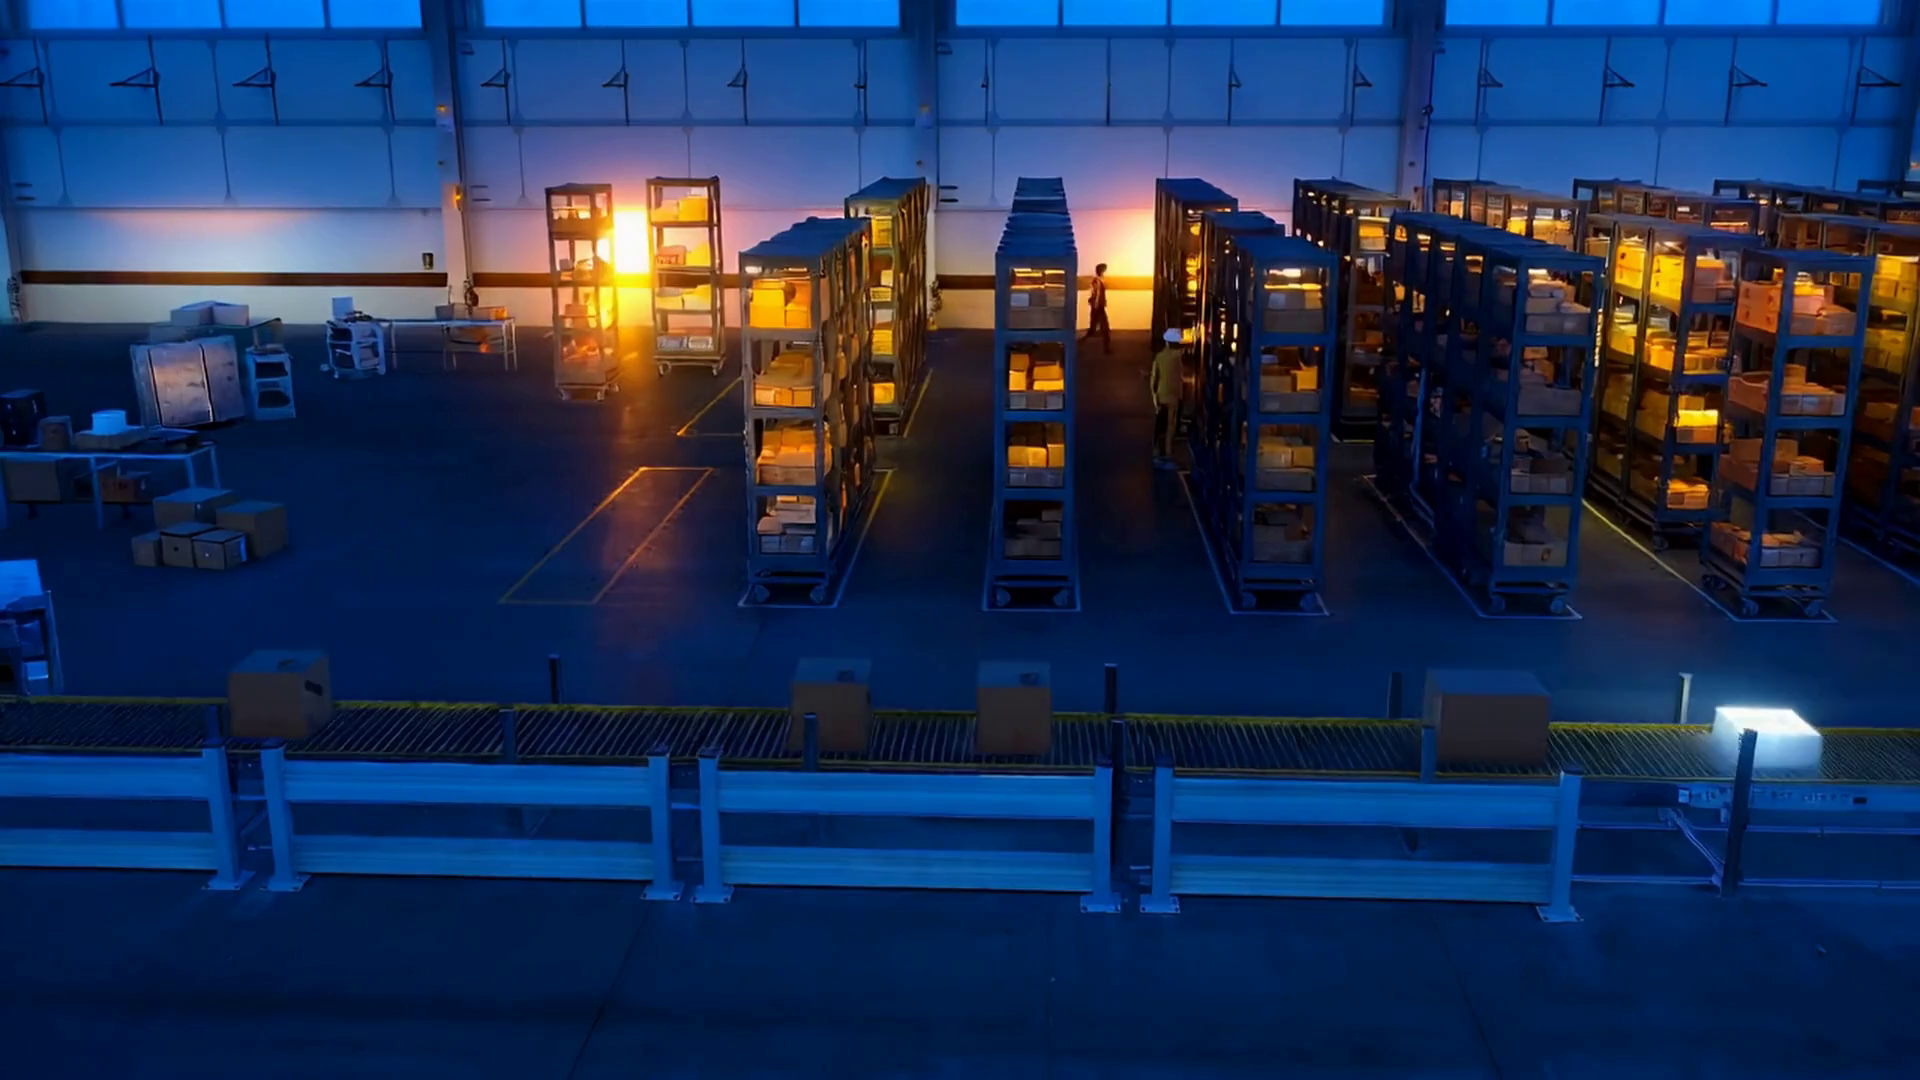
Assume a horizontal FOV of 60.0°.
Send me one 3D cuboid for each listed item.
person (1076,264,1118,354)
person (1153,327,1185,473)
[{"bbox_3d":[2.723,-4.607,33.187,0.838,1.820,0.570,-1,15,-4],"label":"person"},{"bbox_3d":[2.898,-1.942,22.964,0.382,1.996,0.608,13,20,39],"label":"person"}]
